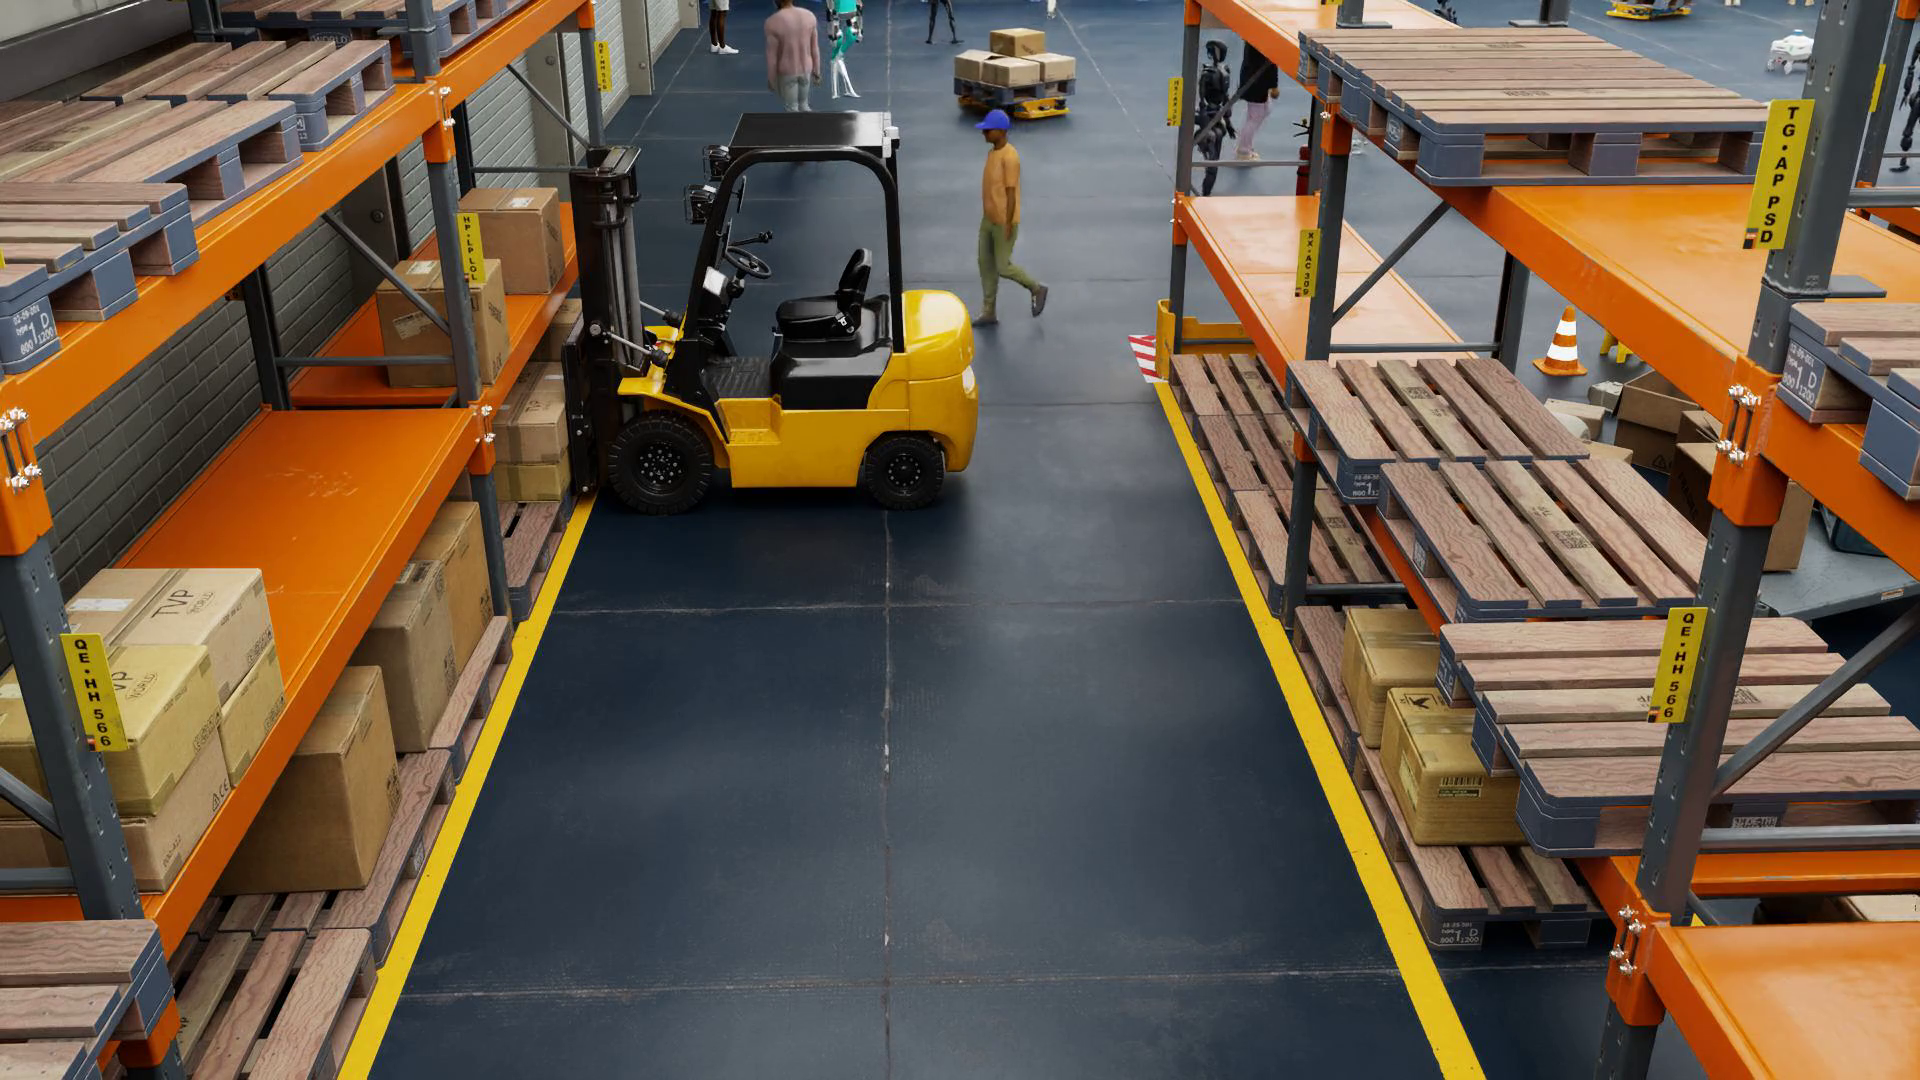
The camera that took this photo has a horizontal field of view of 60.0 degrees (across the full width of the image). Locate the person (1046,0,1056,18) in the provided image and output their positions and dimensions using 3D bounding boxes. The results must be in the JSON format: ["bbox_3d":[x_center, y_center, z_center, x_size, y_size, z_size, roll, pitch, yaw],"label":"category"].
[{"bbox_3d":[1.590,-9.843,28.470,0.568,1.718,0.815,9,27,19],"label":"person"}]

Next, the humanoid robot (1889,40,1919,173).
[{"bbox_3d":[10.334,-4.739,17.699,0.447,1.645,0.608,-17,30,-32],"label":"humanoid robot"}]

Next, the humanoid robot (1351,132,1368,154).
[{"bbox_3d":[4.536,-5.165,18.581,0.774,1.836,0.555,3,25,6],"label":"humanoid robot"}]

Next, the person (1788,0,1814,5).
[{"bbox_3d":[15.216,-10.563,29.775,0.531,1.893,0.407,13,28,25],"label":"person"}]

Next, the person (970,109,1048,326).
[{"bbox_3d":[0.359,-2.483,12.885,0.567,1.694,0.456,-12,28,-24],"label":"person"}]

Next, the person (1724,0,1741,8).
[{"bbox_3d":[13.814,-10.402,29.455,0.503,1.871,0.934,10,27,21],"label":"person"}]

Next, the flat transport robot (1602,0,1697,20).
[{"bbox_3d":[11.881,-9.146,28.673,1.431,0.231,0.659,-16,30,-30],"label":"flat transport robot"}]

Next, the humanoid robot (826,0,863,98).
[{"bbox_3d":[-1.603,-6.600,21.604,0.584,1.808,0.706,-17,30,-32],"label":"humanoid robot"}]

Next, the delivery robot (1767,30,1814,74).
[{"bbox_3d":[11.903,-6.951,23.707,0.813,0.610,0.499,-15,29,-29],"label":"delivery robot"}]

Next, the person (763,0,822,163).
[{"bbox_3d":[-1.836,-5.067,18.103,0.654,1.917,0.439,-15,29,-29],"label":"person"}]

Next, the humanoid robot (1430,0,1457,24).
[{"bbox_3d":[5.759,-5.776,19.904,0.606,1.641,0.534,-19,31,-35],"label":"humanoid robot"}]

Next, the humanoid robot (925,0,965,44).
[{"bbox_3d":[-0.264,-8.475,25.618,0.657,1.637,0.584,20,32,36],"label":"humanoid robot"}]

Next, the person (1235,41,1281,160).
[{"bbox_3d":[3.229,-4.934,17.925,0.463,1.825,0.561,-4,26,-8],"label":"person"}]

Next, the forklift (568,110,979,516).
[{"bbox_3d":[-1.043,-1.379,9.976,2.313,2.155,1.214,-1,25,-2],"label":"forklift"}]

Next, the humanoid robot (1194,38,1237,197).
[{"bbox_3d":[2.472,-4.030,16.186,0.329,1.655,0.589,16,30,31],"label":"humanoid robot"}]

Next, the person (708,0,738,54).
[{"bbox_3d":[-3.628,-8.275,24.919,0.362,1.898,0.556,-15,29,-29],"label":"person"}]

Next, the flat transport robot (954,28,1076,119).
[{"bbox_3d":[0.668,-5.554,21.065,0.659,0.231,1.431,-19,31,-35],"label":"flat transport robot"}]

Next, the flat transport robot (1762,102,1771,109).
[{"bbox_3d":[8.637,-3.988,17.748,0.659,0.231,1.431,21,32,37],"label":"flat transport robot"}]
